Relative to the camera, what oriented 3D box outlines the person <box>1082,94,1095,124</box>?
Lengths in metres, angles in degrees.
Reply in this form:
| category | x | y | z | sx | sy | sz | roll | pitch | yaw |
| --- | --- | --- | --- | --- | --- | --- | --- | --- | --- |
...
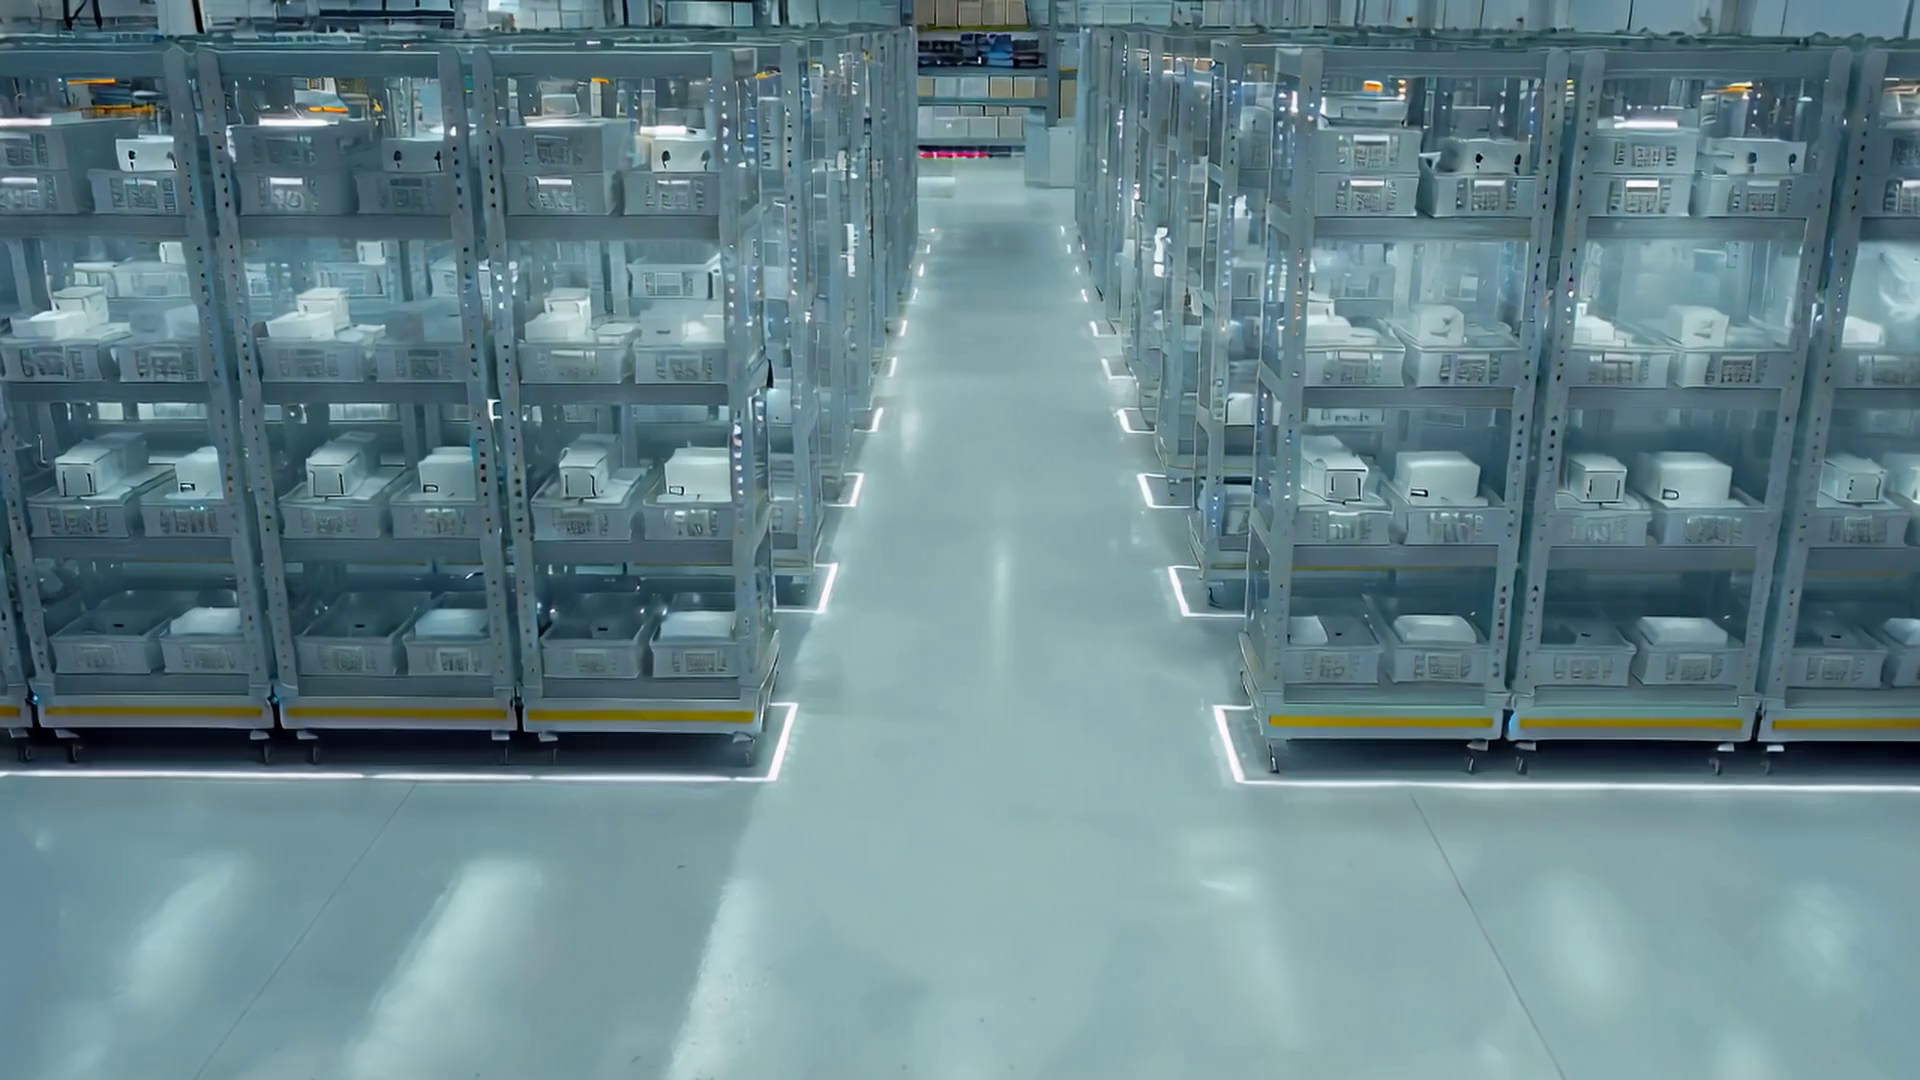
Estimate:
| category | x | y | z | sx | sy | sz | roll | pitch | yaw |
| --- | --- | --- | --- | --- | --- | --- | --- | --- | --- |
| person | 3.325 | -10.498 | 42.578 | 0.611 | 1.985 | 0.415 | -1 | 17 | -4 |
